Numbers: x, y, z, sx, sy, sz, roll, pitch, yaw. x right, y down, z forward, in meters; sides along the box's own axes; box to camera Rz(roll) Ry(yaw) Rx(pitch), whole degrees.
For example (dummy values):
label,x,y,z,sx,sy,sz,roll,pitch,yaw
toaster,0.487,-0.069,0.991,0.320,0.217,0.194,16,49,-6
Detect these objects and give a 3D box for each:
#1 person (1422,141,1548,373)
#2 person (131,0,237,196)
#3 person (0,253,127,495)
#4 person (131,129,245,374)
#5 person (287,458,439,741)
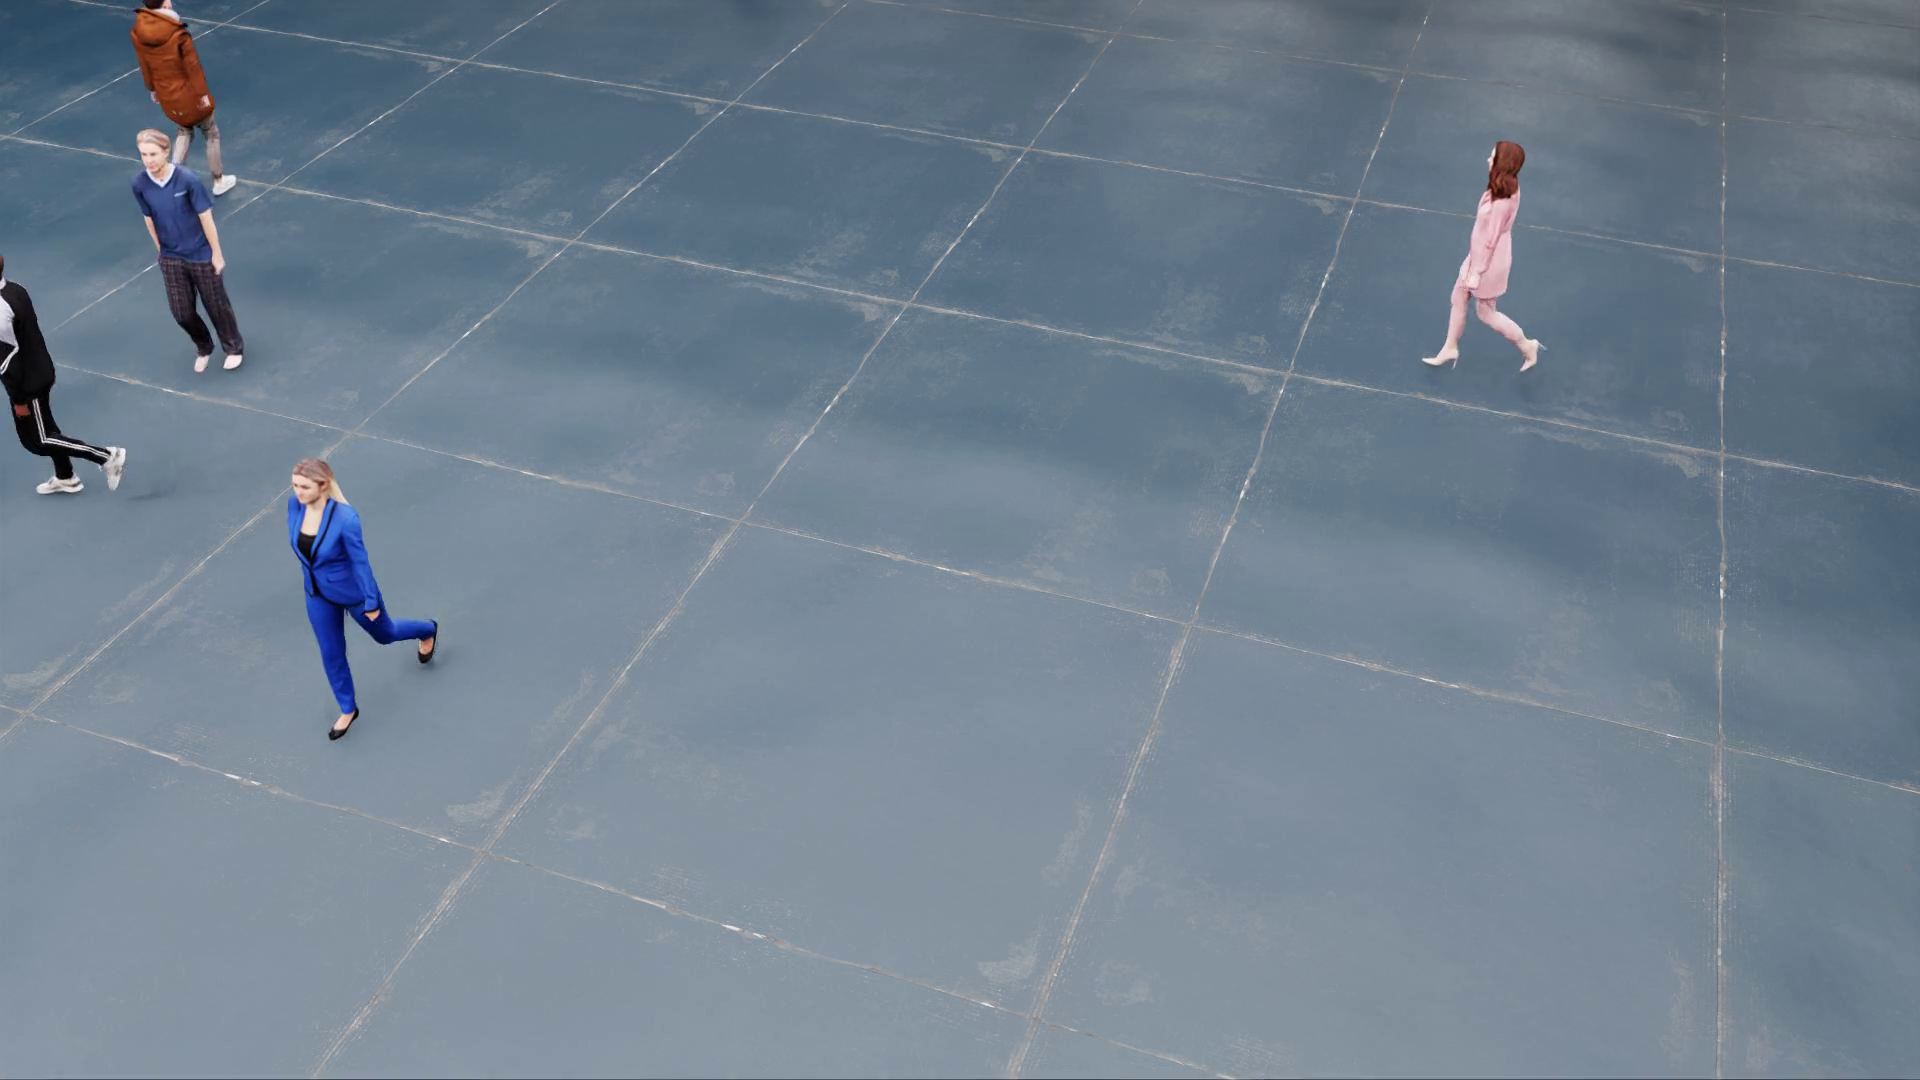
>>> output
label,x,y,z,sx,sy,sz,roll,pitch,yaw
person,3.792,-1.907,11.657,0.776,1.773,1.035,7,39,9
person,-6.532,-3.680,13.886,0.781,1.820,0.930,7,39,9
person,-5.796,-1.030,10.501,0.988,1.816,0.979,-7,39,-9
person,-5.438,-2.069,11.797,0.799,1.855,0.823,-5,38,-6
person,-3.265,0.231,9.007,0.638,1.671,1.076,13,40,16
